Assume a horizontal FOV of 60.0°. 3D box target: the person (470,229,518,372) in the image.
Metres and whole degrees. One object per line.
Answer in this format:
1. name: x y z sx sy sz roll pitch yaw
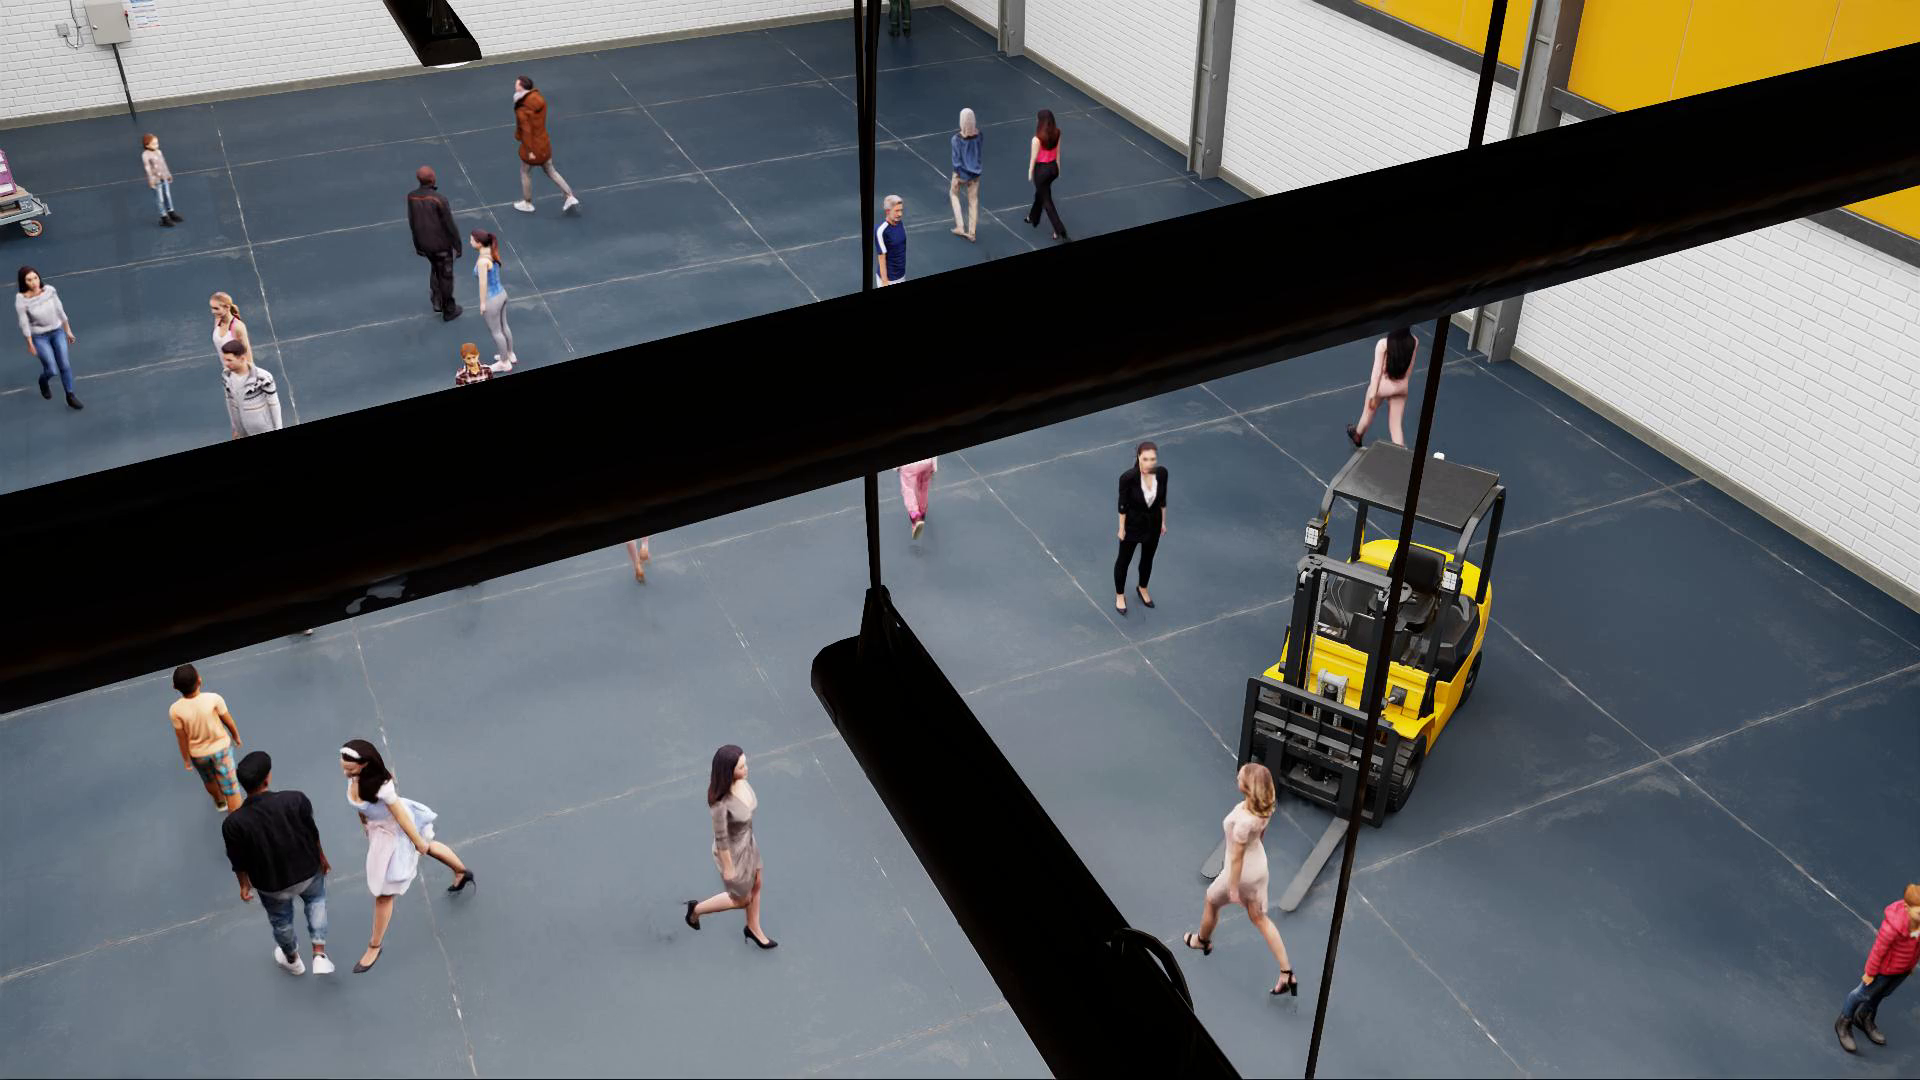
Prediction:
1. person: -5.016 -2.593 17.891 0.712 1.606 0.627 5 34 7

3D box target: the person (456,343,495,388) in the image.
1. person: -4.706 -1.338 16.276 0.550 1.305 0.525 -19 38 -26

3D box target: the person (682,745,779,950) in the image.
1. person: -1.531 2.027 10.827 0.946 1.732 0.928 7 34 10

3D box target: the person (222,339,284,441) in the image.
1. person: -6.460 -1.034 15.316 0.767 1.859 0.802 9 35 13

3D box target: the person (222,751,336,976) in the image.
1. person: -4.275 2.140 10.601 0.775 1.795 0.859 -22 40 -30

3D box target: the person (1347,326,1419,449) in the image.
1. person: 4.171 -1.371 15.997 0.765 1.669 1.192 -9 35 -13

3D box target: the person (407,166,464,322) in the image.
1. person: -5.969 -3.315 18.790 0.865 1.814 0.912 8 35 12

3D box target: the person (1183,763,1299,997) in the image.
1. person: 1.886 2.170 10.557 1.195 1.793 0.869 28 43 35

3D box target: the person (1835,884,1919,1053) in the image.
1. person: 5.753 2.624 10.304 0.547 1.317 0.521 -9 35 -13

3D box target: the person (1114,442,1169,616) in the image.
1. person: 1.538 -0.123 14.128 0.617 1.659 0.567 -11 35 -16

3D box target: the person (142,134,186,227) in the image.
1. person: -10.292 -4.636 21.337 0.628 1.193 0.572 13 36 19

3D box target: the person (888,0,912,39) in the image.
1. person: -1.037 -9.385 27.900 0.694 1.838 0.623 -11 35 -16

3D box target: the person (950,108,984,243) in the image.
1. person: 0.132 -4.512 20.709 0.630 1.683 0.640 -17 37 -24

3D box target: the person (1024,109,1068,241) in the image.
1. person: 1.118 -4.531 20.796 0.812 1.619 1.169 -27 42 -34

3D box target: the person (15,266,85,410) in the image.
1. person: -9.441 -2.100 17.134 0.870 1.622 0.797 19 38 26

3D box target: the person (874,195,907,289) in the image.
1. person: -0.756 -2.911 18.164 0.763 1.833 0.720 14 36 21

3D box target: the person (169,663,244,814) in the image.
1. person: -5.320 1.538 11.830 0.532 1.436 0.971 -14 36 -20

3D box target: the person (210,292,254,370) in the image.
1. person: -7.011 -1.626 16.273 0.615 1.786 0.738 22 39 29

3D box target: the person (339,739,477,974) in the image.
1. person: -3.658 1.937 10.954 1.064 1.740 1.277 -28 43 -35

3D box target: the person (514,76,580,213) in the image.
1. person: -5.382 -5.055 21.415 1.229 1.805 1.136 14 36 20
